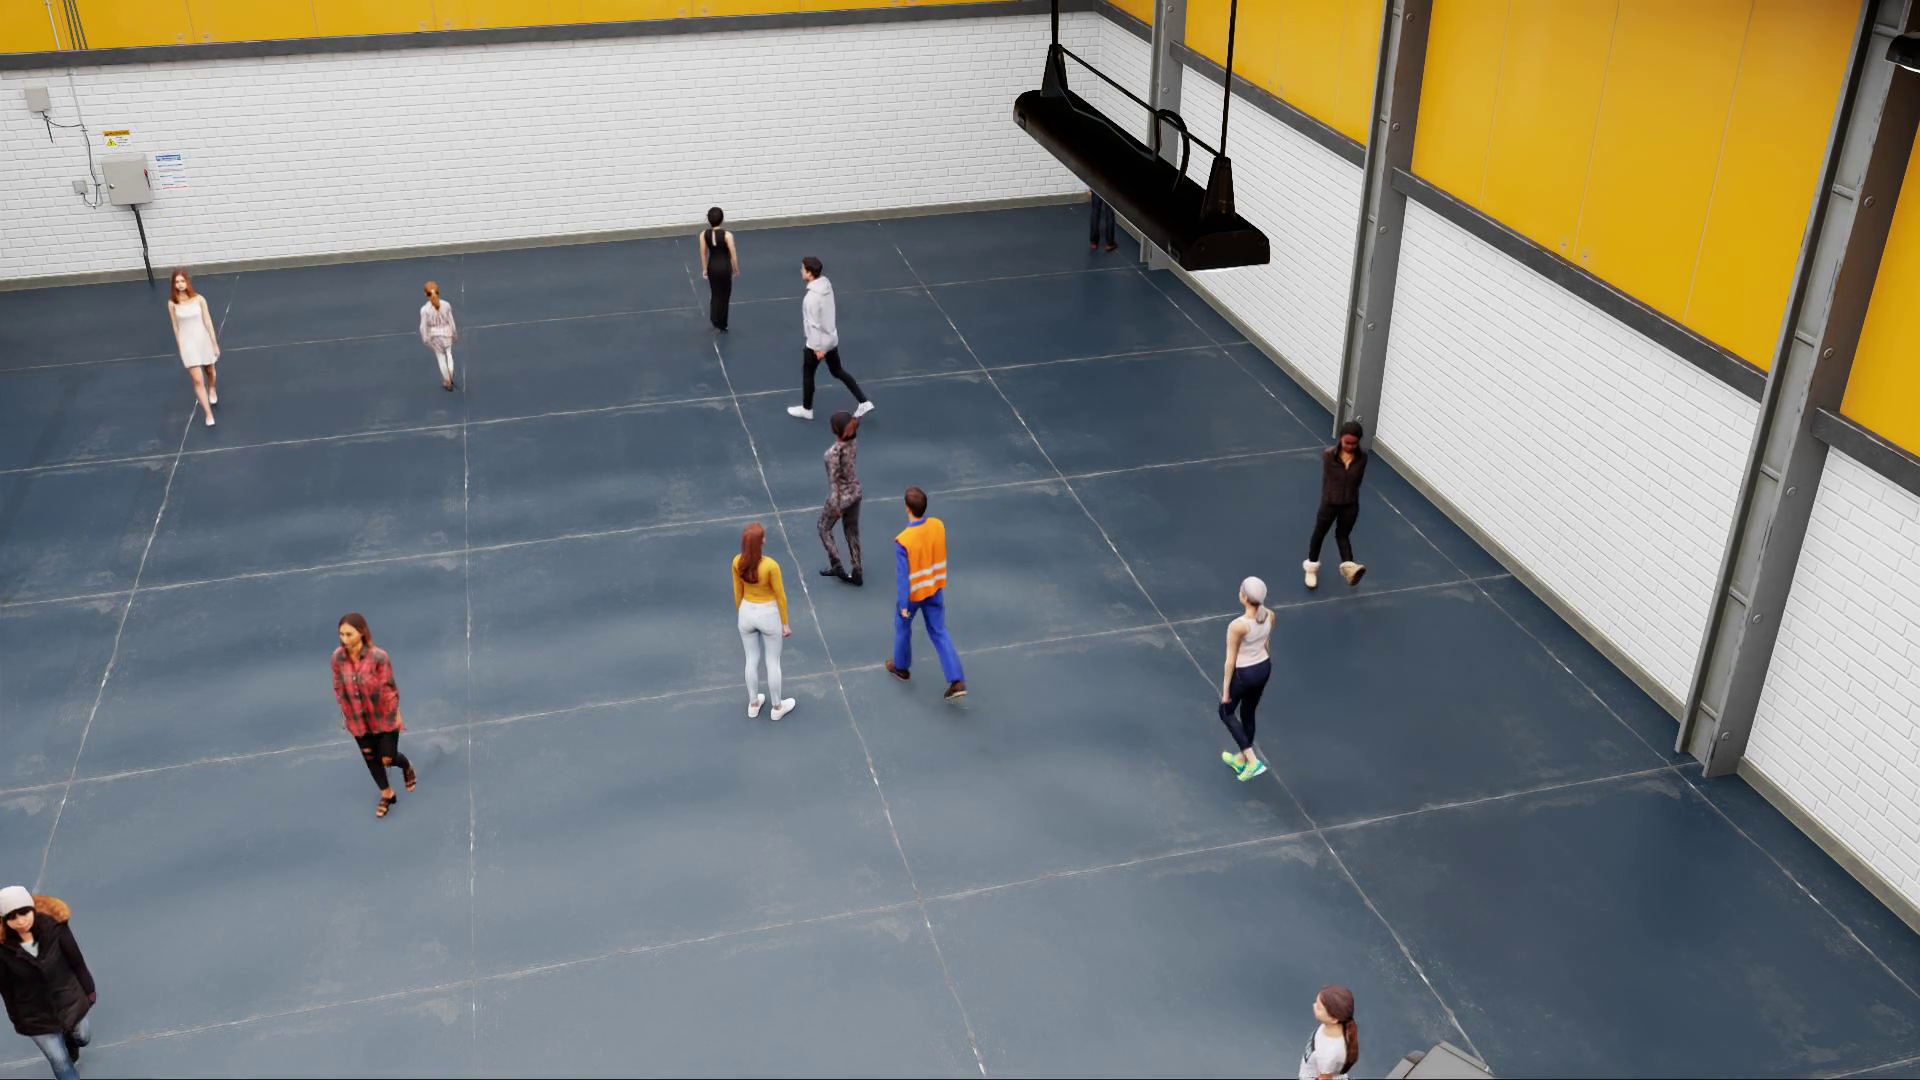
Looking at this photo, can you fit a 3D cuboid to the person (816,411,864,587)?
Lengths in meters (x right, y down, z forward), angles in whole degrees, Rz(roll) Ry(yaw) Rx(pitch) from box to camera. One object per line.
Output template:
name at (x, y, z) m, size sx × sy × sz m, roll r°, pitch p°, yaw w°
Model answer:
person at (-0.975, -0.346, 14.963) m, size 0.813 × 1.699 × 0.751 m, roll 18°, pitch 33°, yaw 29°

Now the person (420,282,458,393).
person at (-5.907, -2.306, 18.970) m, size 0.622 × 1.303 × 0.638 m, roll -19°, pitch 34°, yaw -31°

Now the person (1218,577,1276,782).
person at (2.196, 1.079, 12.358) m, size 0.725 × 1.692 × 0.854 m, roll -16°, pitch 33°, yaw -27°

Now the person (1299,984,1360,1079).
person at (2.039, 3.022, 8.950) m, size 0.952 × 1.543 × 0.966 m, roll 11°, pitch 30°, yaw 19°

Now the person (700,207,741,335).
person at (-2.982, -3.281, 20.456) m, size 0.675 × 1.592 × 0.699 m, roll 7°, pitch 29°, yaw 13°

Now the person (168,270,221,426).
person at (-8.415, -2.175, 18.344) m, size 0.694 × 1.672 × 1.180 m, roll -12°, pitch 31°, yaw -21°

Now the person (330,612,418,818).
person at (-4.235, 1.230, 12.078) m, size 0.750 × 1.694 × 0.801 m, roll 4°, pitch 29°, yaw 7°

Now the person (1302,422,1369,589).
person at (3.383, -0.260, 14.858) m, size 0.935 × 1.648 × 0.751 m, roll -7°, pitch 29°, yaw -12°

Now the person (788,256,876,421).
person at (-1.400, -2.147, 18.069) m, size 1.199 × 1.888 × 1.250 m, roll 10°, pitch 30°, yaw 18°

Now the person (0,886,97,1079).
person at (-5.259, 2.629, 9.594) m, size 0.838 × 1.618 × 1.024 m, roll -21°, pitch 35°, yaw -33°

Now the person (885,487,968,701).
person at (-0.255, 0.464, 13.339) m, size 0.979 × 1.832 × 1.280 m, roll -20°, pitch 34°, yaw -32°

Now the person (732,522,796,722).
person at (-1.573, 0.635, 13.112) m, size 0.696 × 1.750 × 0.727 m, roll 8°, pitch 30°, yaw 15°
